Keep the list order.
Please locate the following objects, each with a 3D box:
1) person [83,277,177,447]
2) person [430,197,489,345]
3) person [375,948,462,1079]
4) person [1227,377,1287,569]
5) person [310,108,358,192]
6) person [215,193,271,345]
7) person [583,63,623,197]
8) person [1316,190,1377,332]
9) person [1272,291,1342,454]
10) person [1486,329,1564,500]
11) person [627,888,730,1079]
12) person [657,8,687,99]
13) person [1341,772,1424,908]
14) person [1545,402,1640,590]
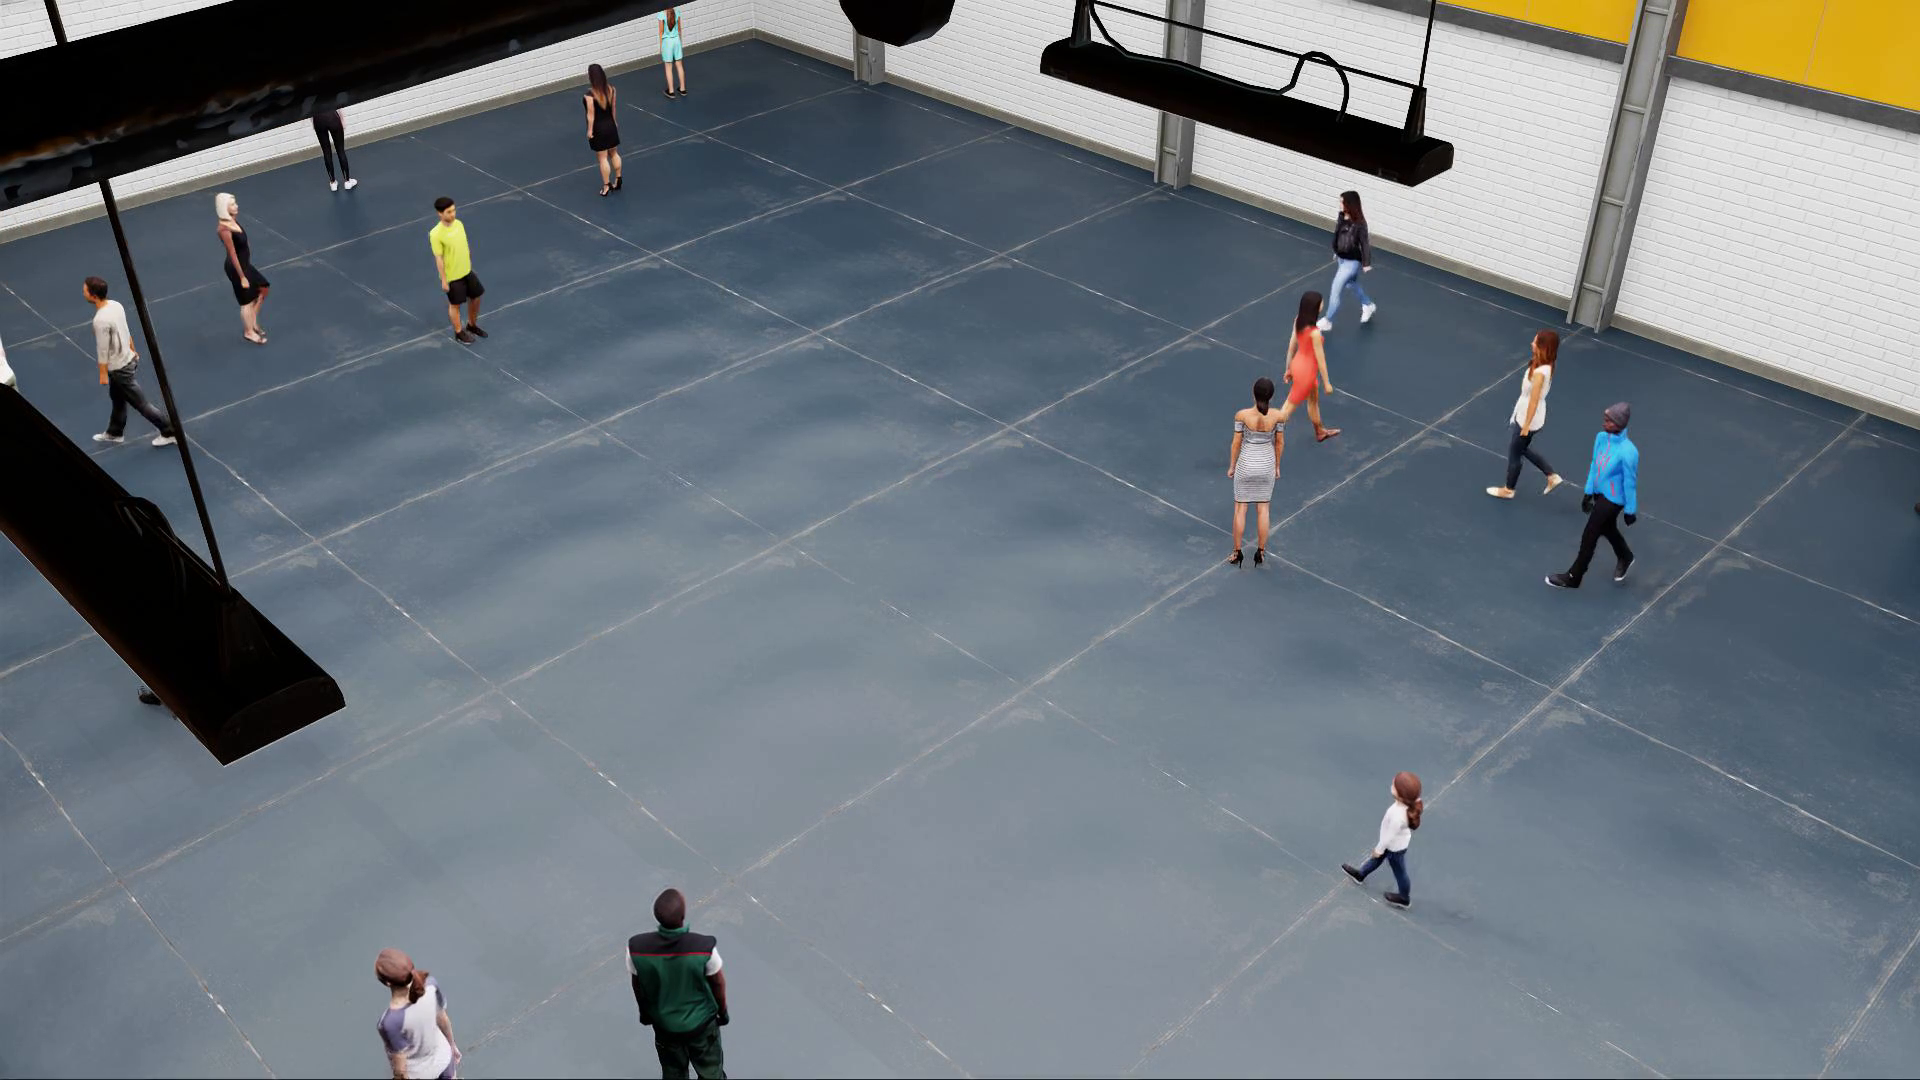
[{"bbox_3d":[-7.987,-1.675,15.985,1.118,1.772,1.134,-5,34,-7],"label":"person"},{"bbox_3d":[-5.495,-2.912,17.917,0.727,1.694,0.740,17,37,24],"label":"person"},{"bbox_3d":[-2.868,2.911,9.104,1.018,1.751,0.763,15,37,22],"label":"person"},{"bbox_3d":[2.529,-0.574,14.284,0.668,1.822,0.736,1,34,2],"label":"person"},{"bbox_3d":[-8.234,-5.418,21.645,0.666,1.739,0.699,-4,34,-7],"label":"person"},{"bbox_3d":[-7.805,-2.896,17.856,0.799,1.733,0.725,-4,34,-6],"label":"person"},{"bbox_3d":[-4.602,-5.303,21.492,0.662,1.718,0.694,20,38,27],"label":"person"},{"bbox_3d":[4.339,-3.049,18.217,1.074,1.590,1.158,-14,36,-20],"label":"person"},{"bbox_3d":[3.205,-1.534,15.865,1.035,1.669,1.149,-9,35,-13],"label":"person"},{"bbox_3d":[5.272,-1.094,15.112,0.953,1.770,0.765,16,37,23],"label":"person"},{"bbox_3d":[-1.560,2.666,9.393,0.777,1.840,0.837,0,34,0],"label":"person"},{"bbox_3d":[-4.306,-7.402,24.794,0.570,1.558,0.564,-22,40,-30],"label":"person"},{"bbox_3d":[2.956,2.011,11.055,0.784,1.090,0.605,15,36,21],"label":"person"},{"bbox_3d":[5.556,-0.353,14.013,1.081,1.754,1.129,-10,35,-15],"label":"person"}]
